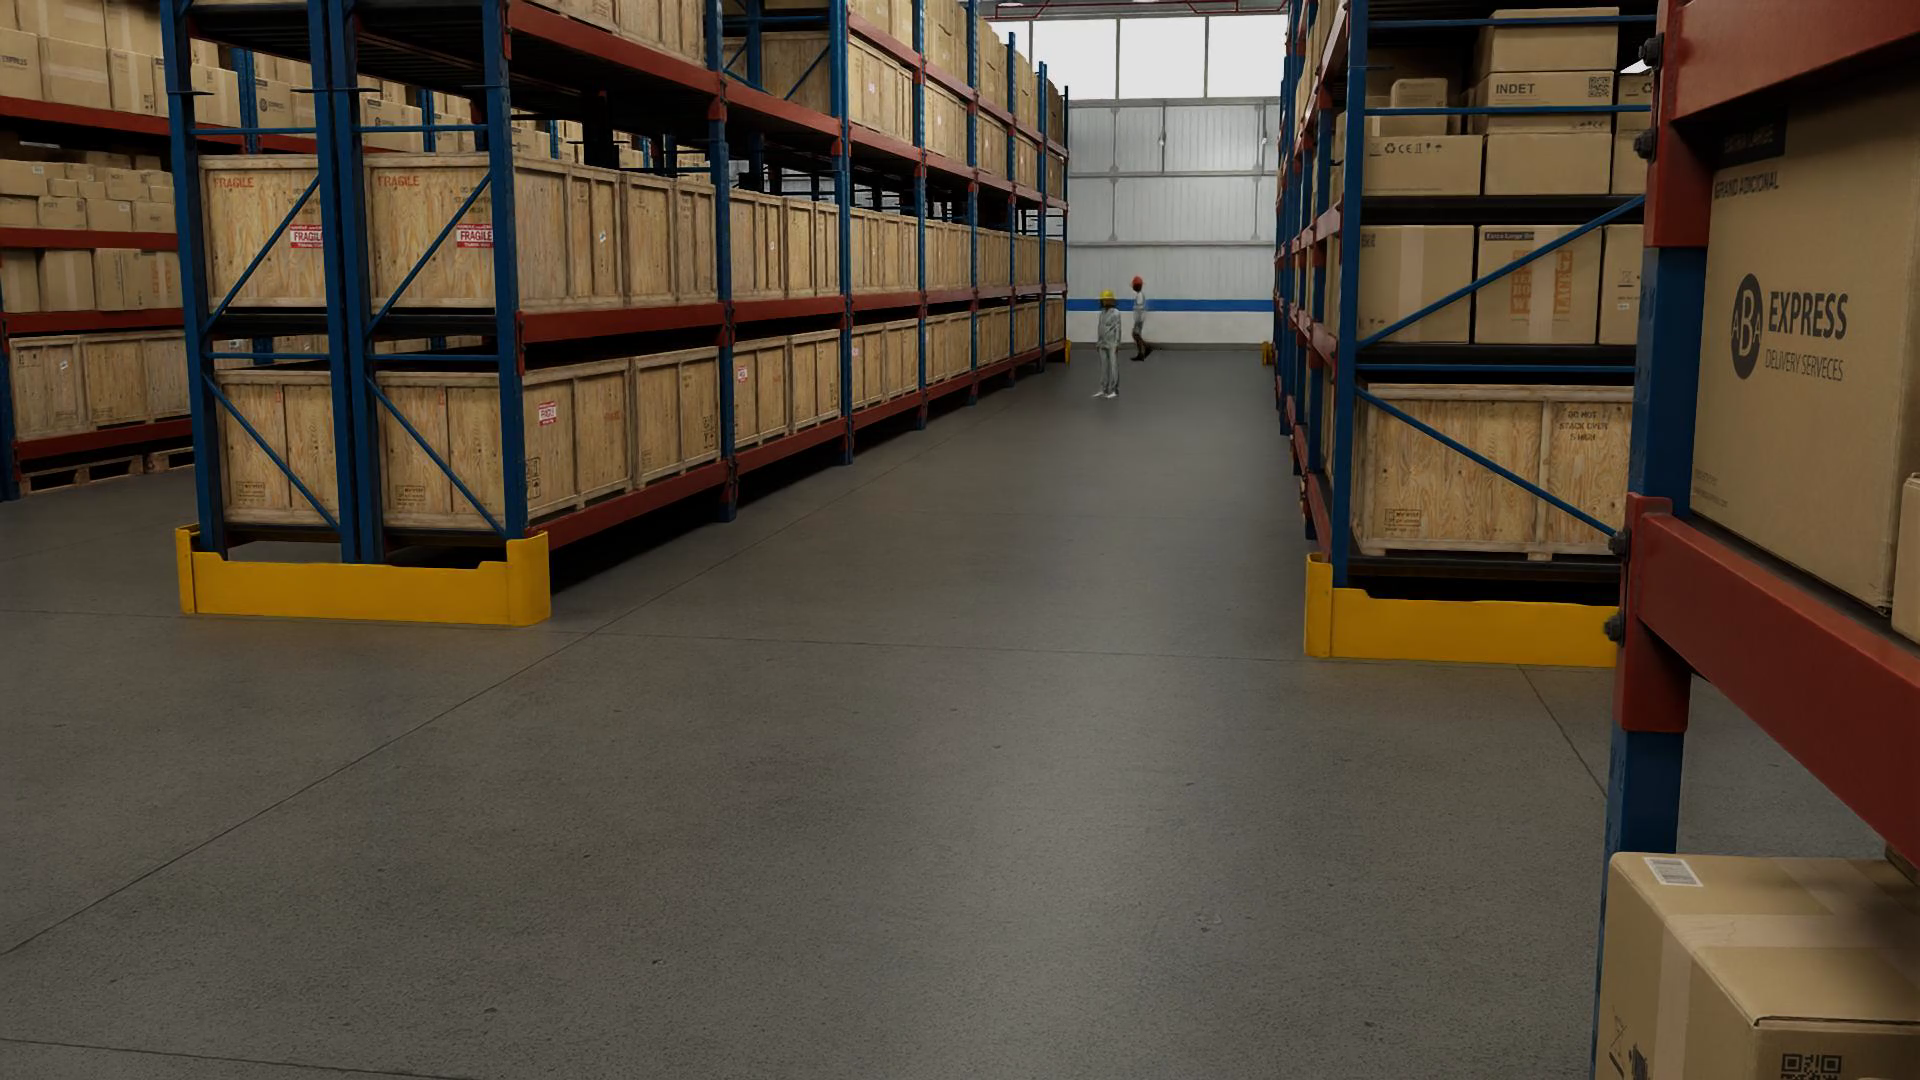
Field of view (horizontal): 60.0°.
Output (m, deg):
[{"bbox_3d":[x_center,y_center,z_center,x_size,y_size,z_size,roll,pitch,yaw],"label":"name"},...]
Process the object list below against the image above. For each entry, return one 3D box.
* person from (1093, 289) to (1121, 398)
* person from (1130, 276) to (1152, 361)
[{"bbox_3d":[2.380,-3.155,26.779,0.321,1.743,0.488,-7,11,-36],"label":"person"},{"bbox_3d":[4.077,-5.017,37.779,0.473,1.919,0.571,1,9,7],"label":"person"}]
